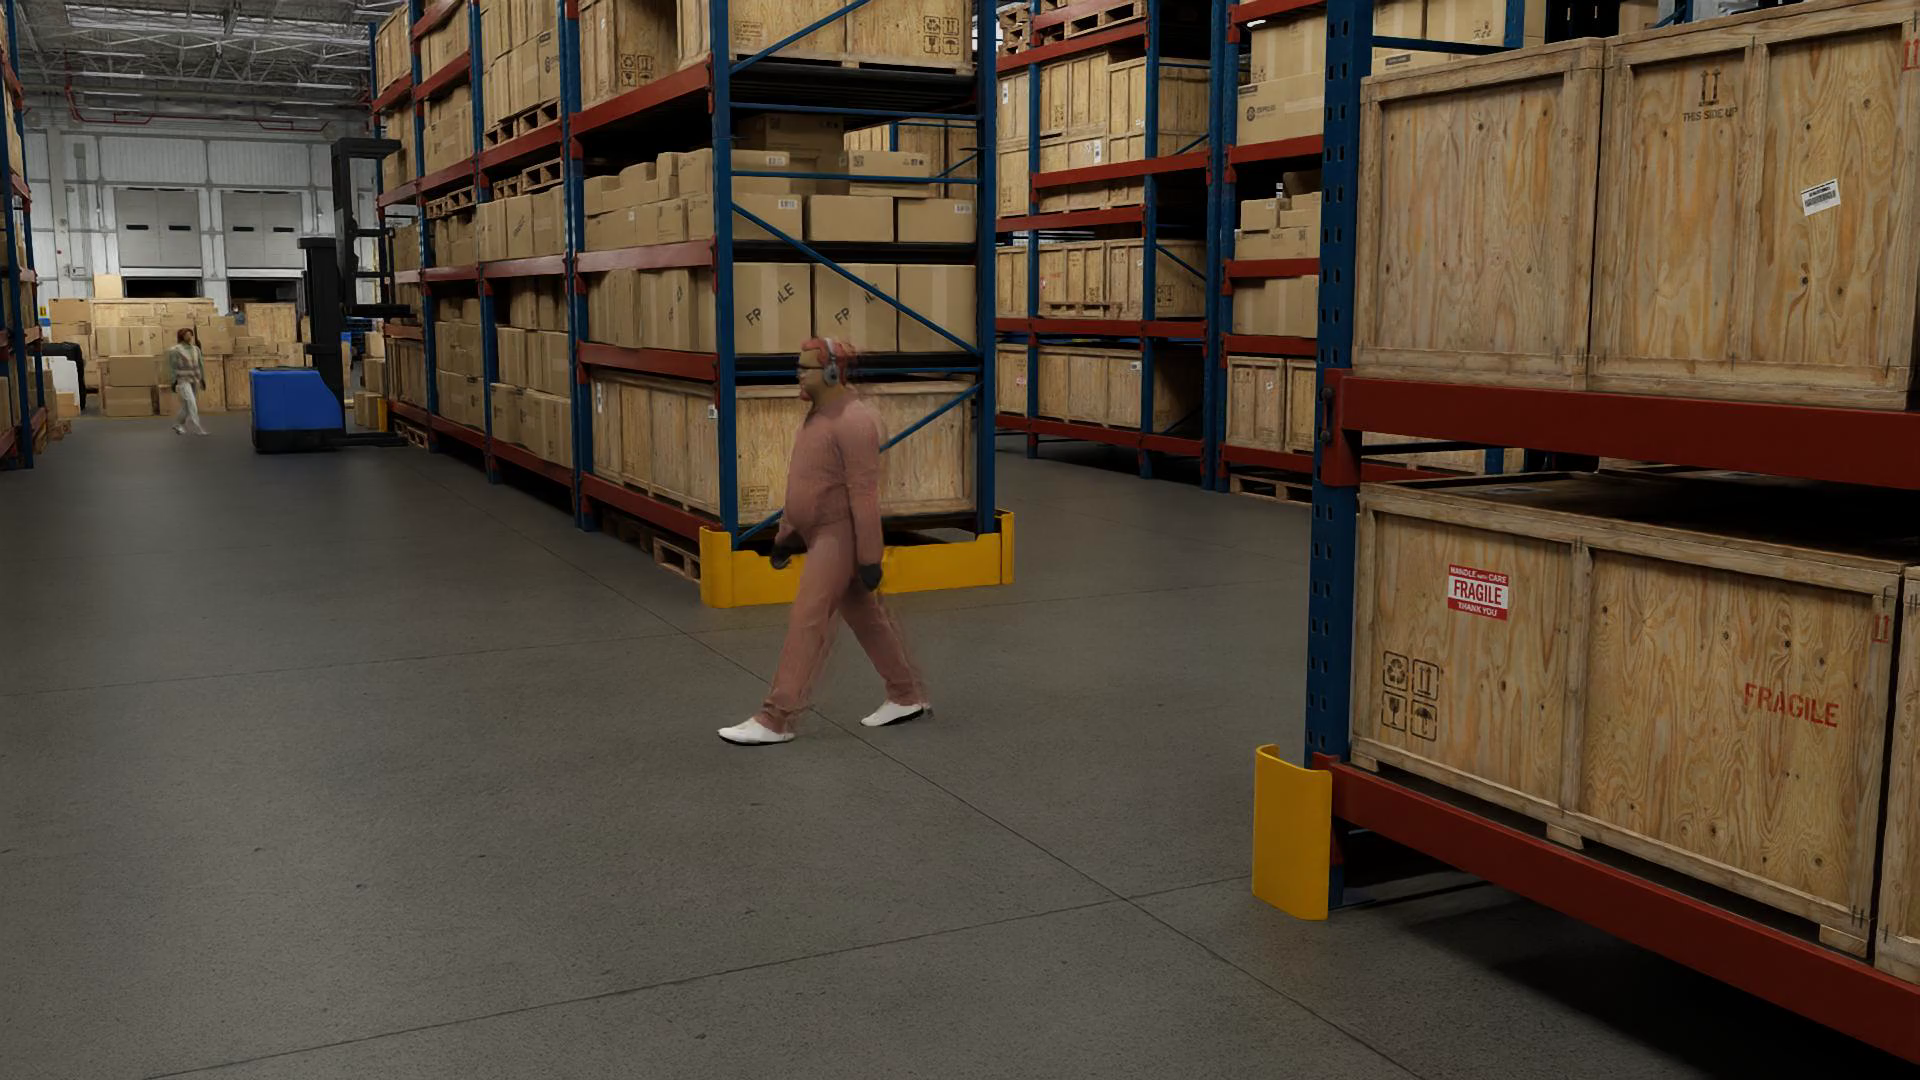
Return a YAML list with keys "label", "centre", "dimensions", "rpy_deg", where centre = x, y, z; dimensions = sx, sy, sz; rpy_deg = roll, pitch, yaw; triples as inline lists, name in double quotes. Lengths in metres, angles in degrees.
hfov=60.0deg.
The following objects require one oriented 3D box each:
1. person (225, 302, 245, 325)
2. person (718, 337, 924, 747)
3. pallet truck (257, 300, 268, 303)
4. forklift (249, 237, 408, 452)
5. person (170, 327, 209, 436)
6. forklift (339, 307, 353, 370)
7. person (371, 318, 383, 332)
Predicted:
- label: "person"
  centre: [-20.622, -5.815, 47.461]
  dimensions: [0.641, 1.932, 0.374]
  rpy_deg: [-4, 9, -25]
- label: "person"
  centre: [-0.605, -0.001, 7.645]
  dimensions: [1.019, 1.853, 0.652]
  rpy_deg: [-3, 9, -19]
- label: "pallet truck"
  centre: [-23.913, -7.404, 58.171]
  dimensions: [1.885, 1.965, 0.823]
  rpy_deg: [-1, 8, -9]
- label: "forklift"
  centre: [-8.497, -2.629, 22.220]
  dimensions: [1.873, 2.768, 1.129]
  rpy_deg: [-4, 9, -26]
- label: "person"
  centre: [-11.466, -2.349, 24.650]
  dimensions: [0.808, 1.606, 0.523]
  rpy_deg: [4, 9, 25]
- label: "forklift"
  centre: [-17.807, -6.198, 46.830]
  dimensions: [1.129, 2.768, 1.873]
  rpy_deg: [-4, 9, -26]
- label: "person"
  centre: [-14.576, -4.975, 41.823]
  dimensions: [0.355, 1.896, 0.705]
  rpy_deg: [-6, 10, -37]
